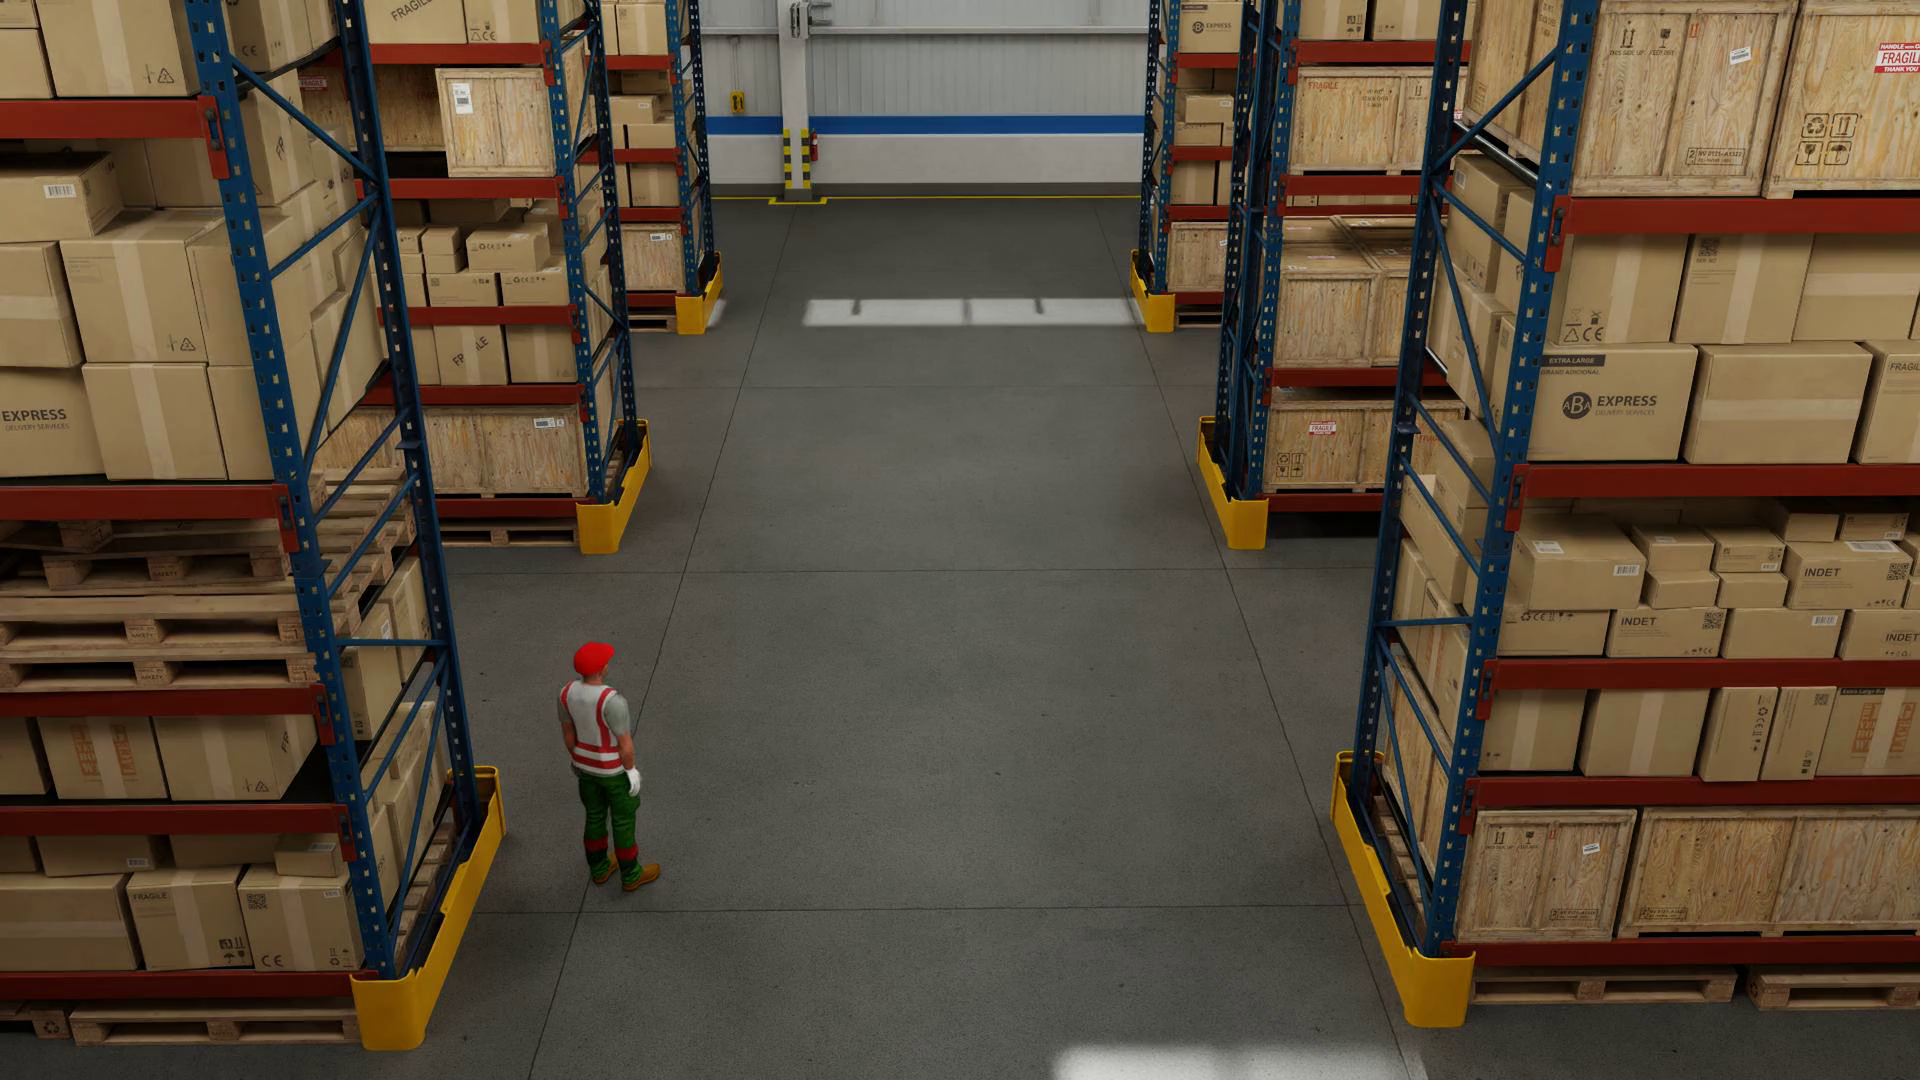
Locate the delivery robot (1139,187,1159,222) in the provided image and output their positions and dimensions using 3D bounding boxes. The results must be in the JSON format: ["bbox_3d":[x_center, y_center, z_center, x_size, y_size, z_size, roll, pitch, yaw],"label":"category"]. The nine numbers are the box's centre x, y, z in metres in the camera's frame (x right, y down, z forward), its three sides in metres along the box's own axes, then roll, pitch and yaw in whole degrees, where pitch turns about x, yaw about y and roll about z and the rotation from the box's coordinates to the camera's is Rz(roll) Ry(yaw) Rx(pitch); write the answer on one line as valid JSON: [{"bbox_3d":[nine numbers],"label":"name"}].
[{"bbox_3d":[3.155,-5.407,27.027,0.667,0.535,0.709,10,27,21],"label":"delivery robot"}]

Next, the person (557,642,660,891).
[{"bbox_3d":[-2.290,1.444,10.759,0.531,1.796,0.359,11,27,22],"label":"person"}]
